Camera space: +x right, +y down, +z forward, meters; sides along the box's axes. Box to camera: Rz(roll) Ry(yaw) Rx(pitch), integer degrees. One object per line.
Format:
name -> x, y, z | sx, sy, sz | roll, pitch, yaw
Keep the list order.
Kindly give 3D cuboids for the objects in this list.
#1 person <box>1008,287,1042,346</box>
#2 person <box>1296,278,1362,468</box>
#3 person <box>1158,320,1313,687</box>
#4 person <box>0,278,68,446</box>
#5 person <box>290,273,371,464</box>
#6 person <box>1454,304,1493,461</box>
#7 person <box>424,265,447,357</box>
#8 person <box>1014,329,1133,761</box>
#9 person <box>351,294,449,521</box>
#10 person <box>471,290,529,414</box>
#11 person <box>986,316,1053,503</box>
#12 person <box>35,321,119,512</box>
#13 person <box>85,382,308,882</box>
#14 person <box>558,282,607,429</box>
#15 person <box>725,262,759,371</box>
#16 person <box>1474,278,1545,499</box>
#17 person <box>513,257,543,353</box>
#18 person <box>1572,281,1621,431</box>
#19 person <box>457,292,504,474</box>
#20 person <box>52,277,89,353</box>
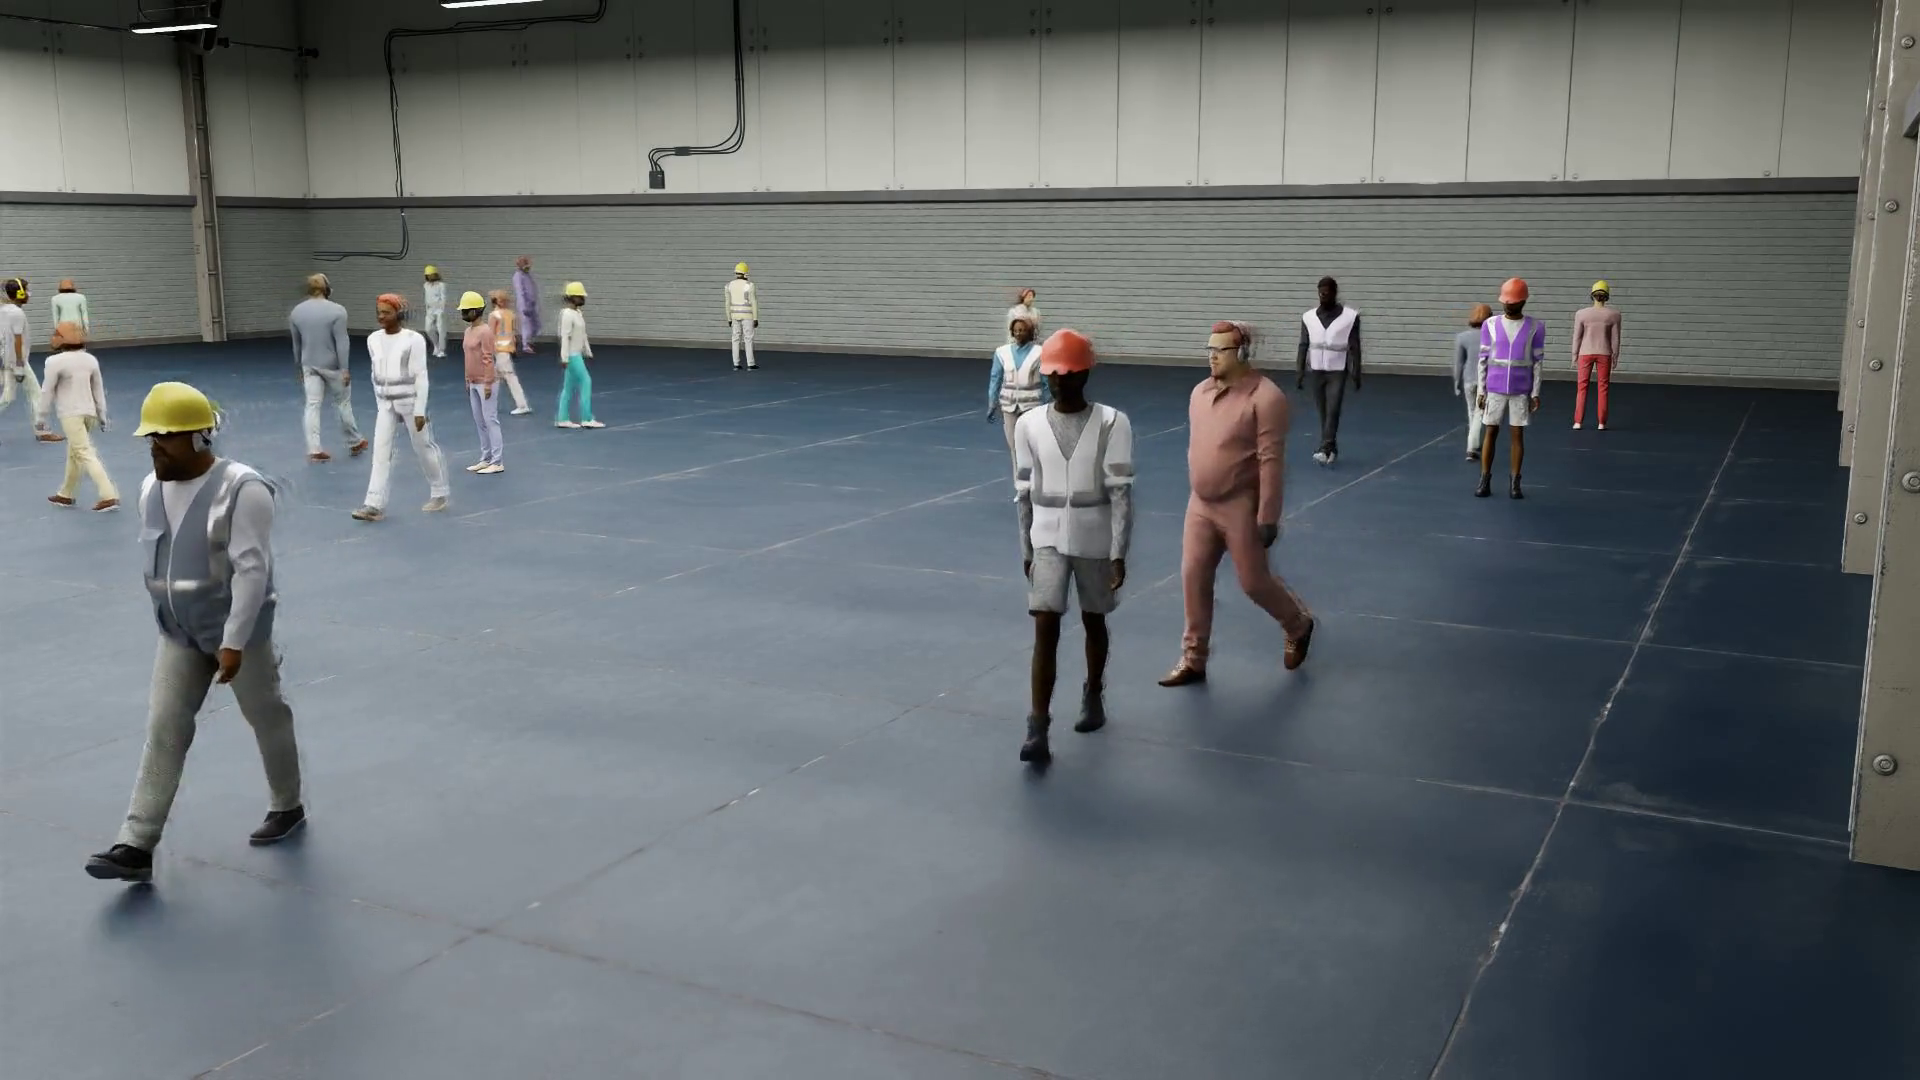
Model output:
person -> 0.833, -2.535, 21.993 | 0.523, 1.616, 0.685 | -5, 12, -27
person -> 3.604, -1.643, 16.467 | 0.606, 1.867, 0.973 | 7, 12, 33
person -> 1.445, -0.194, 8.569 | 0.869, 1.878, 0.651 | -8, 13, -36
person -> -10.418, -1.951, 18.266 | 0.533, 1.832, 0.914 | 8, 13, 37
person -> -6.456, -1.764, 17.031 | 0.659, 1.899, 0.969 | 1, 10, 8
person -> 5.363, -1.621, 17.130 | 0.513, 1.586, 0.879 | 8, 13, 35
person -> -9.940, -4.329, 31.504 | 0.500, 1.726, 0.381 | 3, 11, 18
person -> 0.491, 0.012, 7.409 | 0.547, 1.884, 0.996 | 2, 11, 12
person -> -4.560, -1.084, 13.554 | 0.597, 1.828, 1.004 | 4, 11, 19
person -> -5.933, -2.411, 21.398 | 0.856, 1.586, 0.536 | 2, 11, 11
person -> 0.487, -1.084, 14.125 | 0.521, 1.614, 0.699 | 4, 11, 21
person -> -7.401, -1.030, 13.907 | 0.871, 1.587, 0.504 | 3, 11, 16
person -> -2.746, 0.328, 5.982 | 0.588, 1.771, 0.956 | 3, 11, 16
person -> -4.486, -2.184, 19.783 | 0.746, 1.741, 0.530 | 0, 10, -2
person -> -3.692, -3.795, 28.300 | 0.589, 1.834, 0.403 | 4, 11, 20
person -> 4.800, -1.318, 14.541 | 0.545, 1.927, 0.385 | 4, 11, 21
person -> -8.398, -4.547, 32.337 | 0.417, 1.871, 0.743 | 2, 11, 13
person -> 7.500, -2.169, 19.643 | 0.526, 1.760, 0.335 | 3, 11, 16
person -> -4.656, -1.516, 16.090 | 0.344, 1.756, 0.518 | -9, 14, -41
person -> -14.305, -3.415, 26.783 | 0.513, 1.614, 0.545 | -5, 11, -25
